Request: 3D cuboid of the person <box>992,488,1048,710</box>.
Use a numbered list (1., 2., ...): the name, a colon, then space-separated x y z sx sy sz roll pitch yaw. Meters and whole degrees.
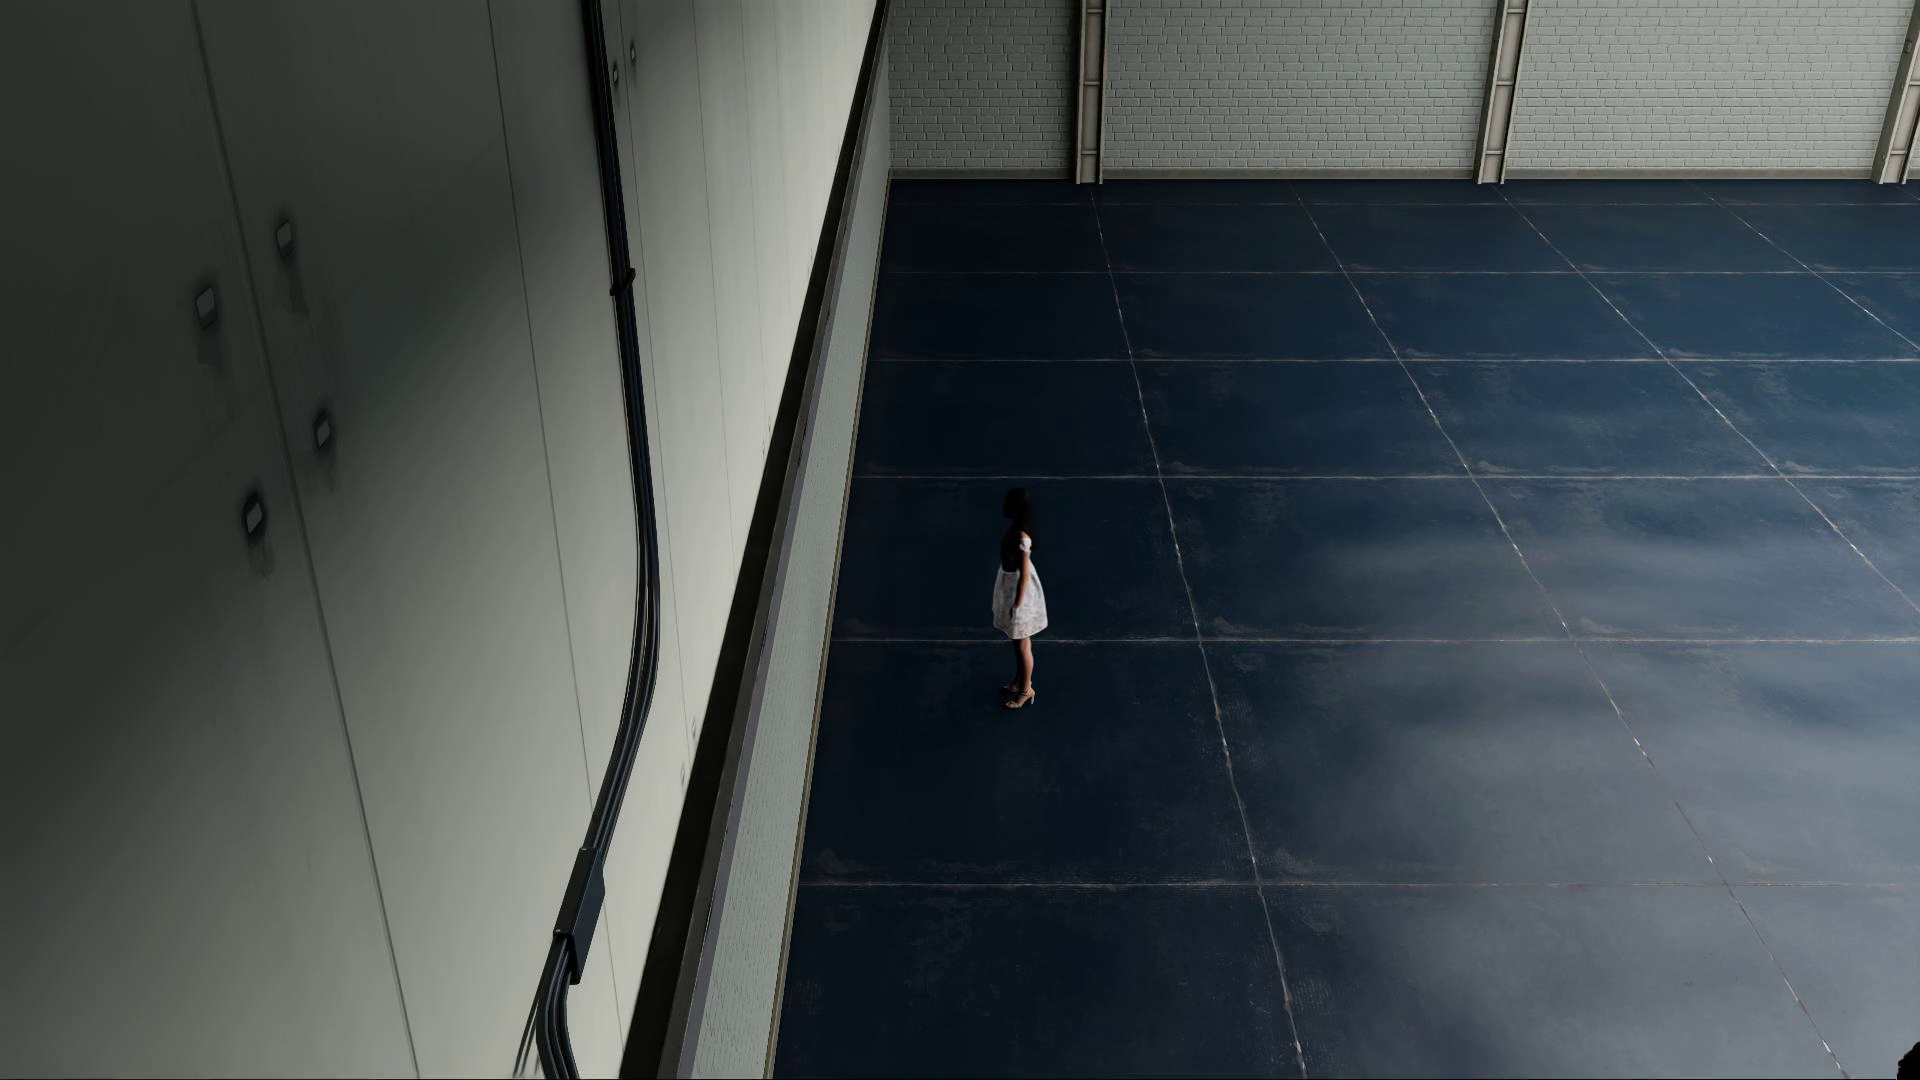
1. person: 0.422 0.424 12.163 0.607 1.774 0.628 0 28 0
